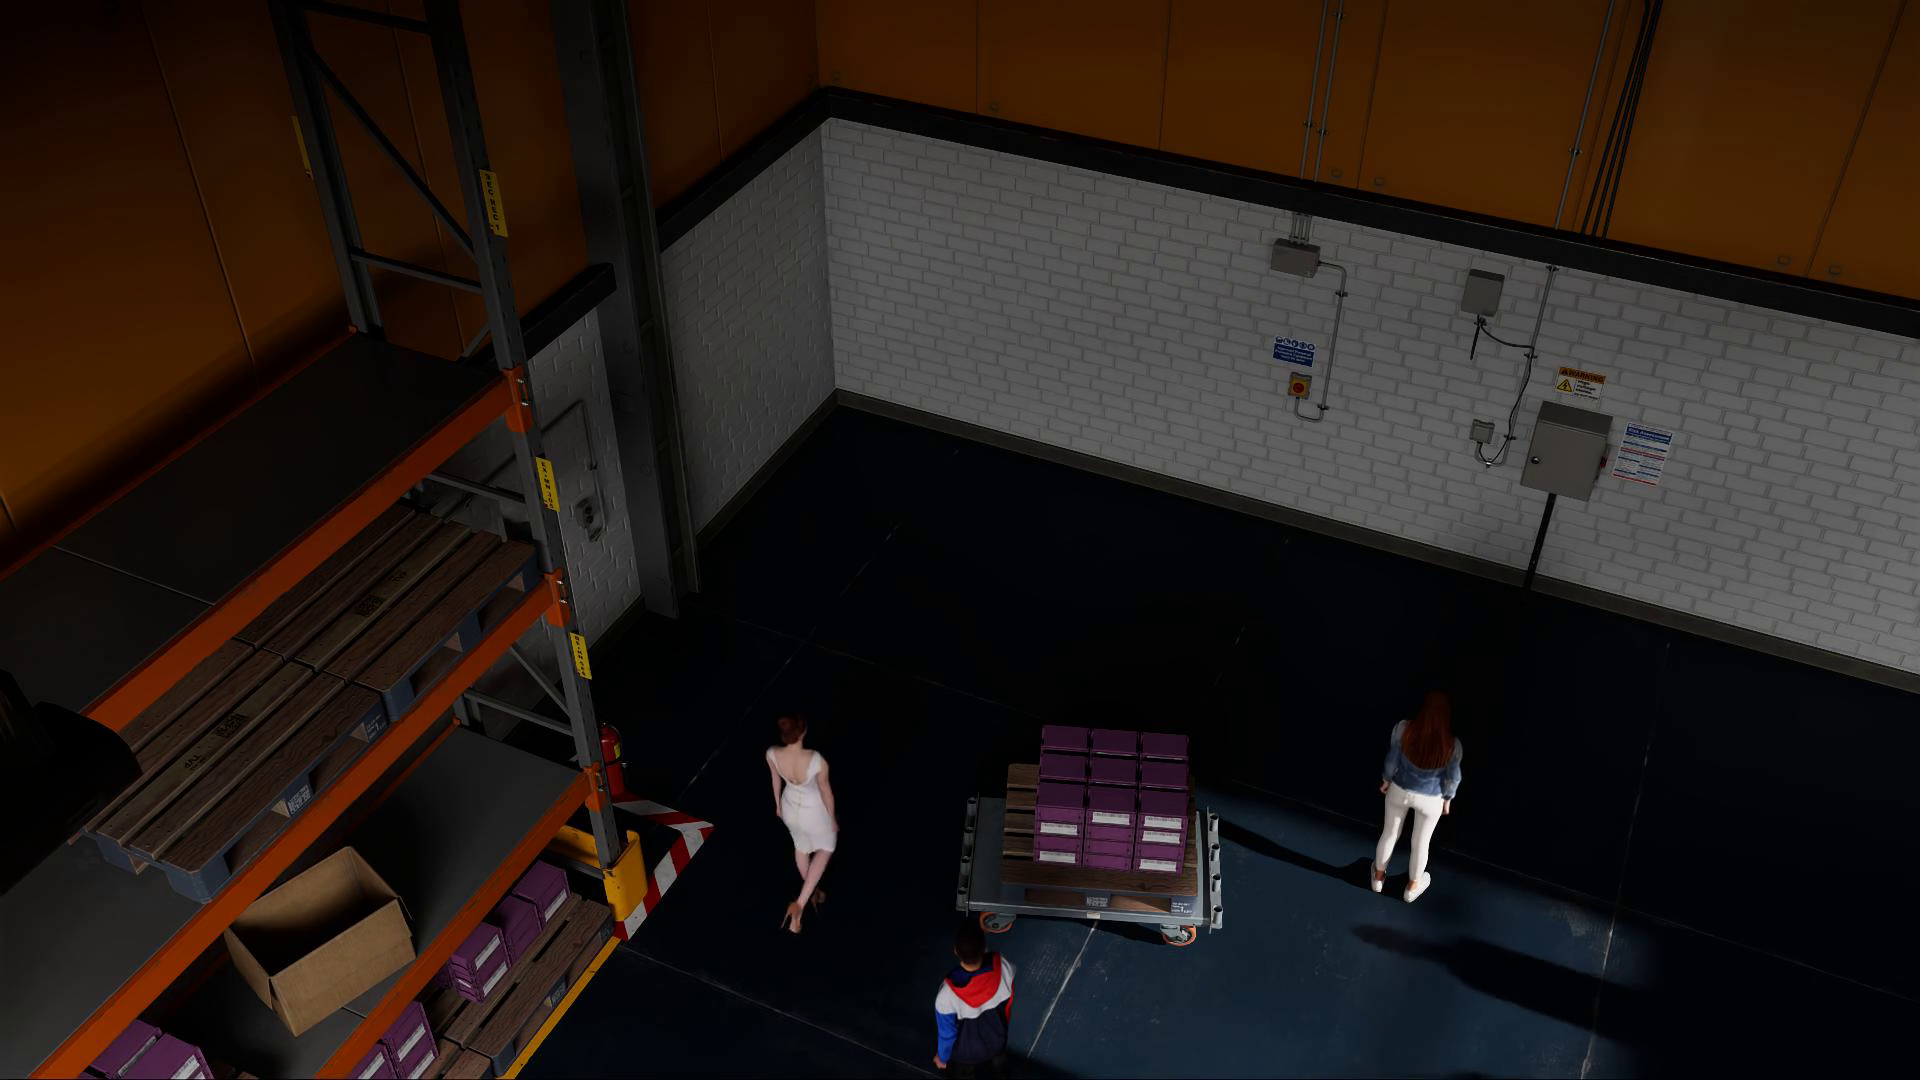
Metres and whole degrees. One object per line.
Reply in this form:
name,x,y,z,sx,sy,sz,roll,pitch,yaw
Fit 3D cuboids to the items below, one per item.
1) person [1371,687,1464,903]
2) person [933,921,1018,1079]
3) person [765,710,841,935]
person,2.830,1.587,10.343,0.614,1.699,0.497,17,42,20
person,0.087,2.674,8.937,0.680,1.757,0.779,-20,43,-23
person,-0.976,1.742,10.084,0.599,1.782,0.787,14,41,17
